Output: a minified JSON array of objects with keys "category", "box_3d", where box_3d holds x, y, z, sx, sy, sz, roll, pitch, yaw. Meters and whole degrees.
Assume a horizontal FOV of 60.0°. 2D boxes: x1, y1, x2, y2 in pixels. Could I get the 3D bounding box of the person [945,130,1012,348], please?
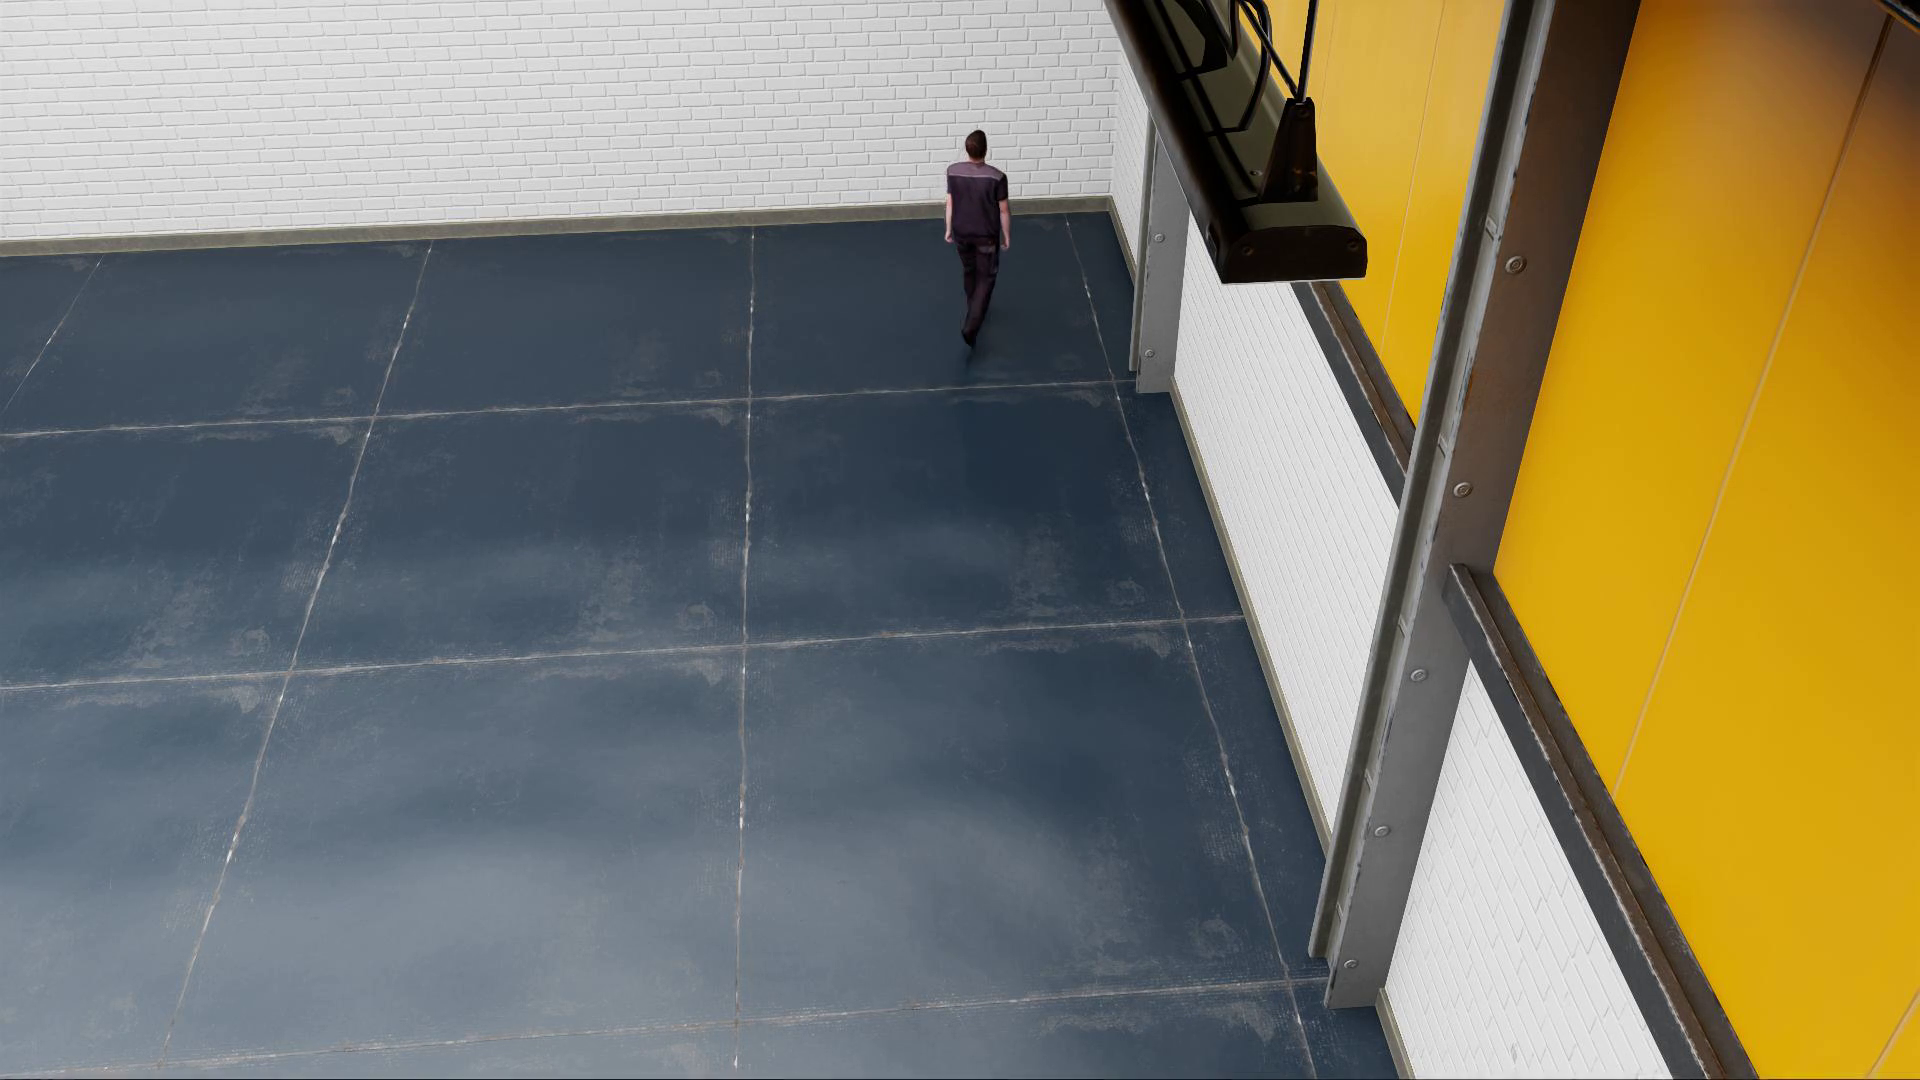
[{"category":"person","box_3d":[0.121,-2.479,13.758,1.022,1.823,1.235,13,40,16]}]
